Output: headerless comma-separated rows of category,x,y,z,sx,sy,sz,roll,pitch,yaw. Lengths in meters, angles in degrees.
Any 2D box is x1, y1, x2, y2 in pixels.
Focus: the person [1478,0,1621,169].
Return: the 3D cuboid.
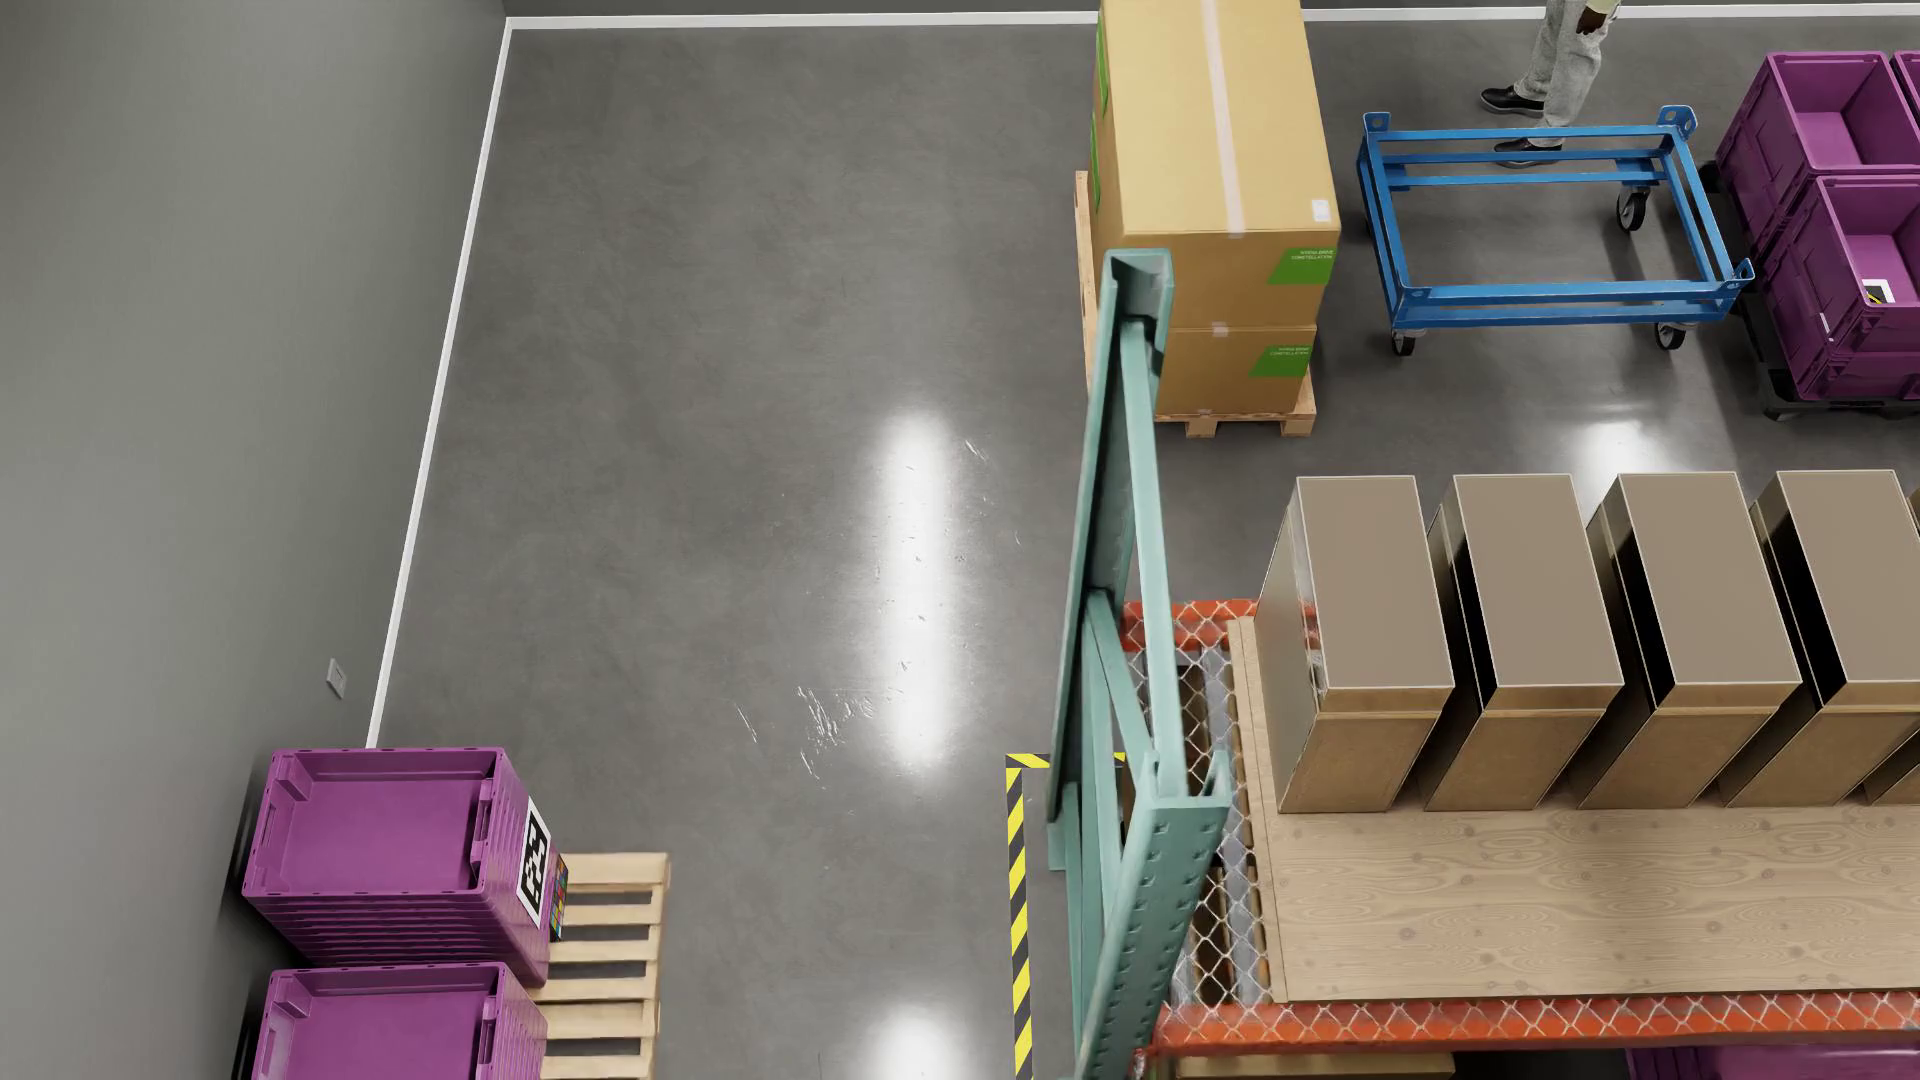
person,2.318,-2.156,6.085,0.403,1.833,0.591,2,58,1
